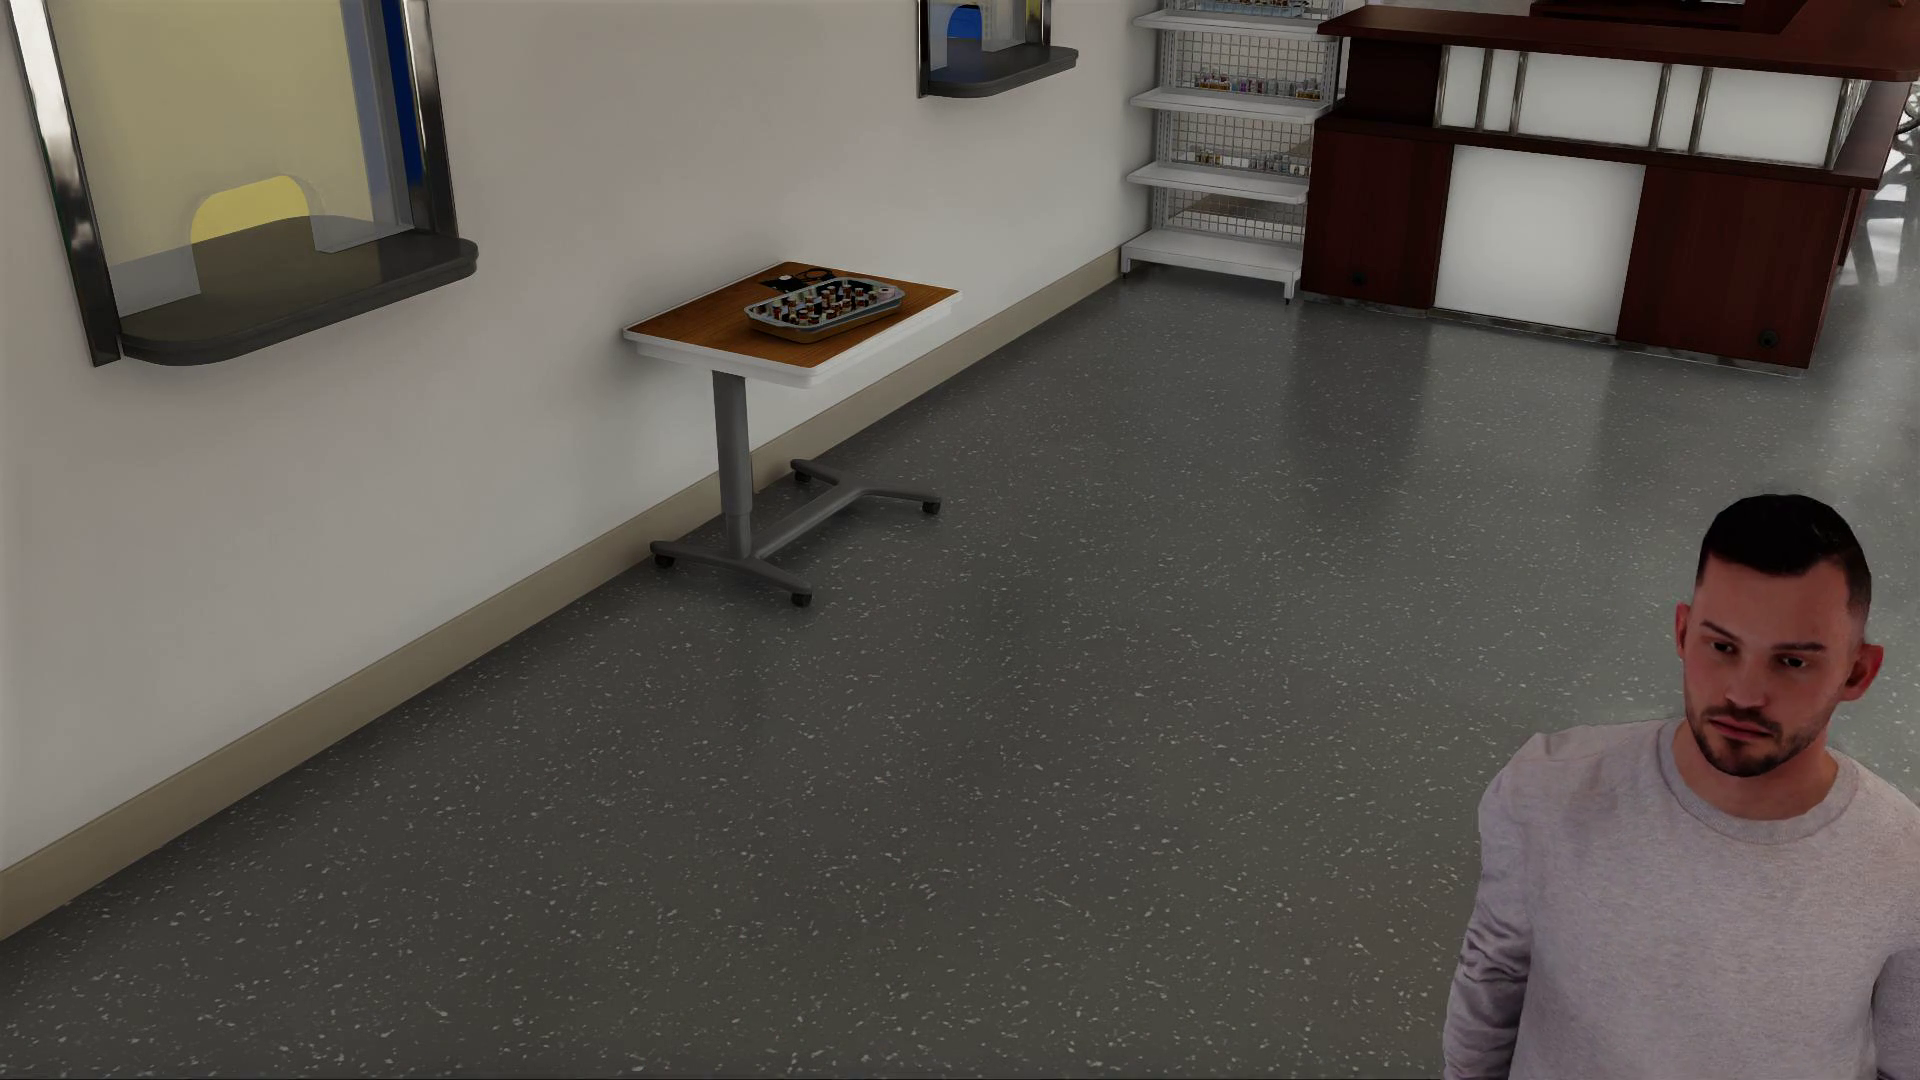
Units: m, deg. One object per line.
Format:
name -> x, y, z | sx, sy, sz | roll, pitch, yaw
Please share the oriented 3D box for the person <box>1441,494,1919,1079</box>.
person -> 0.851, 0.771, 2.030 | 1.003, 1.814, 0.729 | 14, 29, 27
